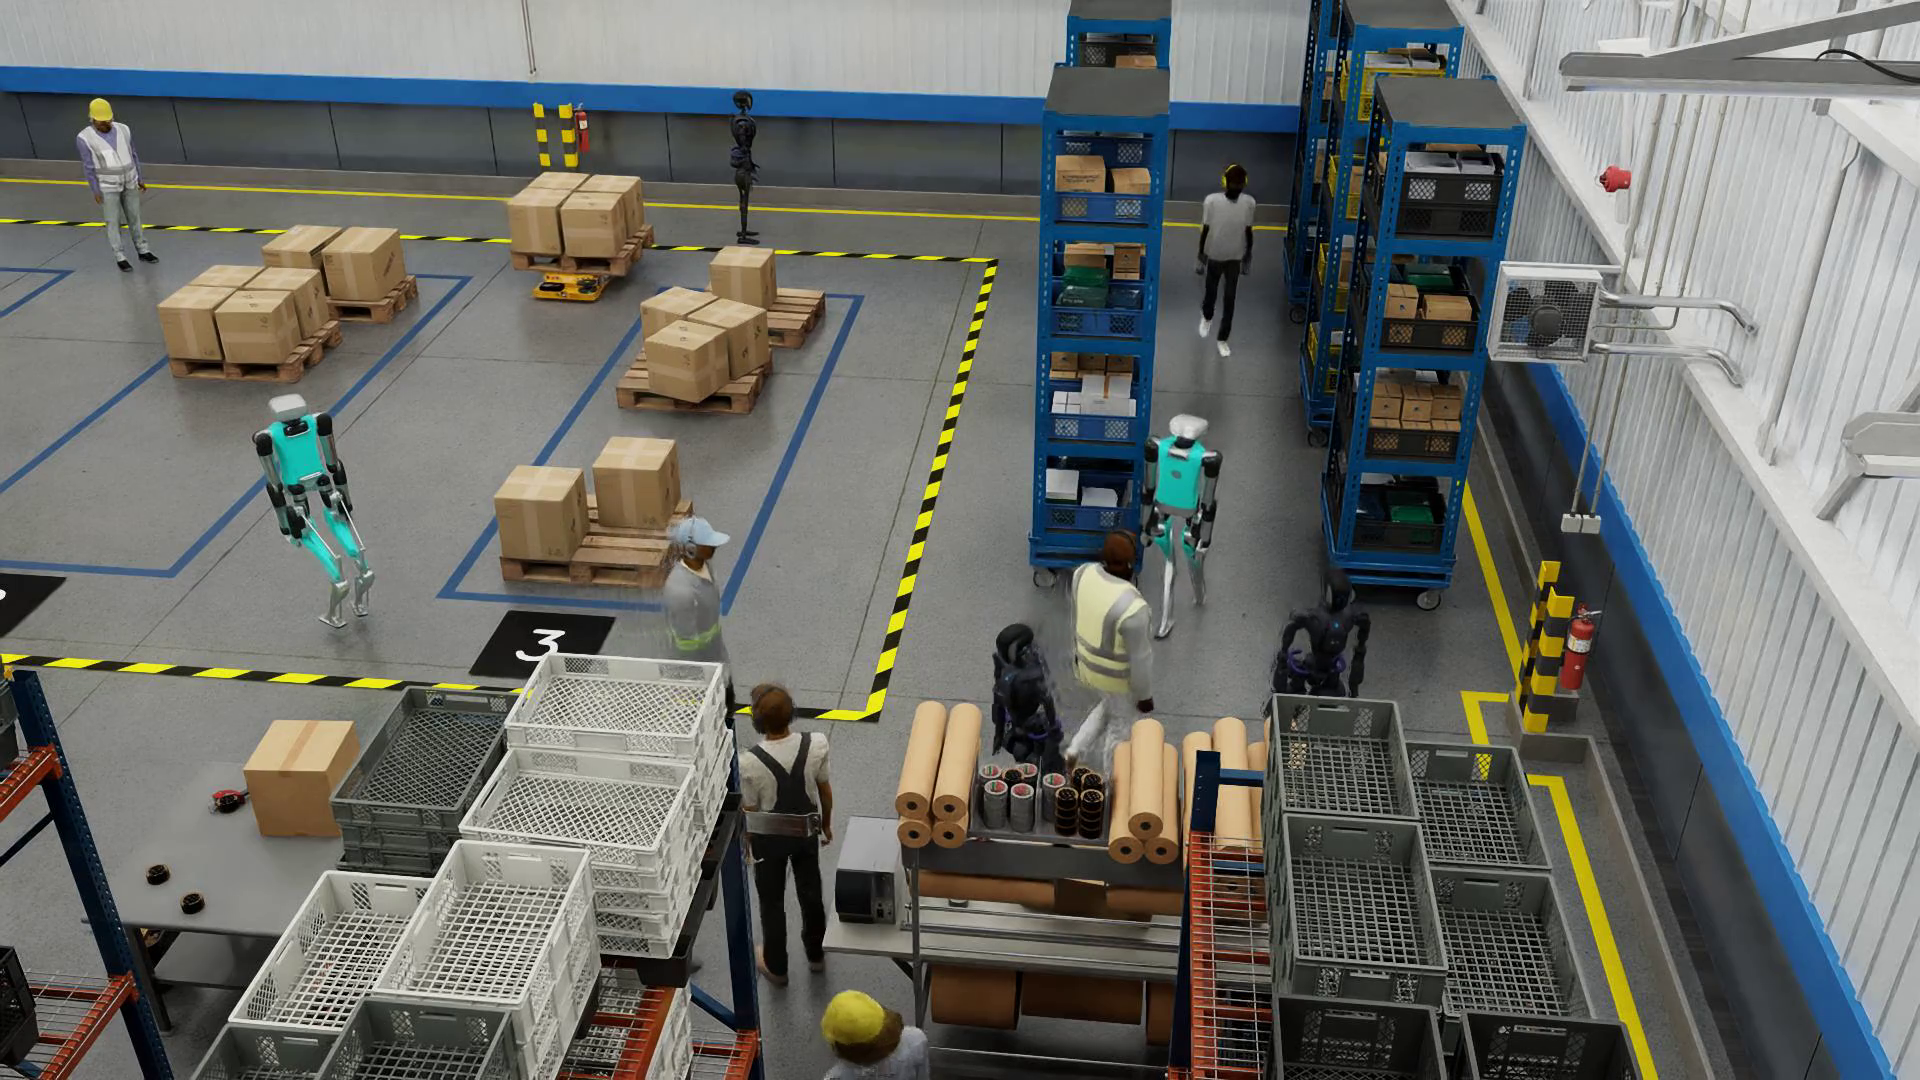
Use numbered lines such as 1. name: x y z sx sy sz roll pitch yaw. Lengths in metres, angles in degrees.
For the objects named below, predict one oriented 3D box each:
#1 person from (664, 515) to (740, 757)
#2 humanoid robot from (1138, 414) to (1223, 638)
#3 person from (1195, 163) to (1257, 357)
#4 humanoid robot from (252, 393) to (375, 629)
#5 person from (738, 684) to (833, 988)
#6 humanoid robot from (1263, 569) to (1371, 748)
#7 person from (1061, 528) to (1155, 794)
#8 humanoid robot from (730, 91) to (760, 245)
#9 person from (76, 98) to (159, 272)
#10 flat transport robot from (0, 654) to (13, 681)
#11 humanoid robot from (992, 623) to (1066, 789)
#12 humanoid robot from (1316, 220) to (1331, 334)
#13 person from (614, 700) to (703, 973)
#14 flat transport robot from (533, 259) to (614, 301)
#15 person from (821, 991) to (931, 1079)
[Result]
1. person: -1.589 0.665 9.974 0.680 1.835 0.596 6 31 11
2. humanoid robot: 1.580 -0.144 11.516 0.559 1.834 0.886 13 33 21
3. person: 2.487 -2.654 15.659 0.543 1.848 0.471 0 30 -1
4. humanoid robot: -4.312 -0.139 11.319 0.533 1.677 0.735 -26 39 -37
5. person: -0.898 1.515 8.512 0.530 1.838 0.356 -14 33 -23
6. humanoid robot: 2.089 0.863 9.808 0.590 1.641 0.360 -6 31 -10
7. person: 0.891 0.772 9.803 0.488 1.819 0.656 -14 33 -22
8. humanoid robot: -2.366 -4.123 18.342 0.315 1.655 0.599 -2 30 -3
9. person: -8.912 -3.771 17.606 0.404 1.822 0.590 20 36 31
10. flat transport robot: -7.142 0.969 11.010 1.431 0.231 0.659 3 30 6
11. humanoid robot: 0.399 1.155 9.318 0.754 1.630 0.602 -20 36 -31
12. humanoid robot: 3.506 -2.514 15.580 0.315 1.653 0.599 17 34 27
13. person: -1.613 1.538 8.564 0.484 1.733 0.525 -16 34 -26
14. flat transport robot: -3.964 -2.905 17.635 0.652 0.197 1.431 4 30 7
15. person: -0.353 2.468 6.994 0.542 1.709 0.374 -17 34 -26
